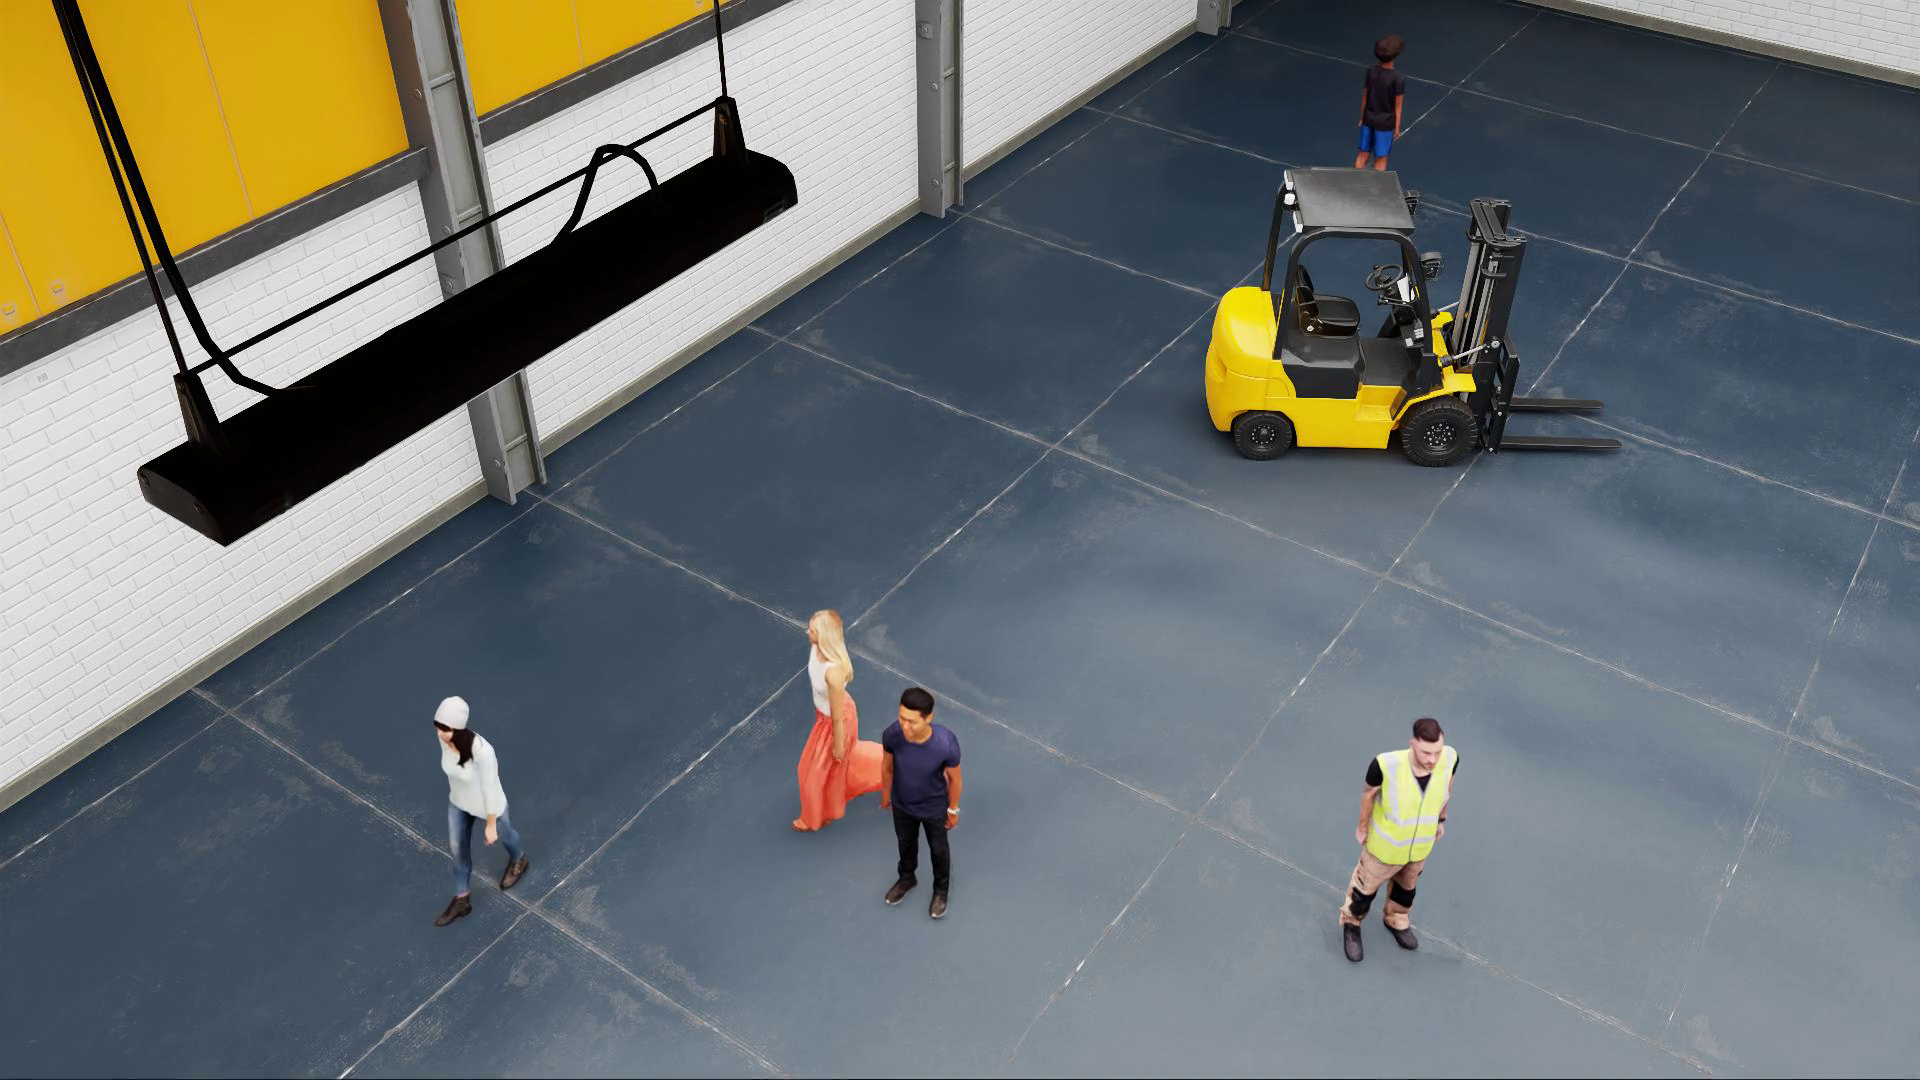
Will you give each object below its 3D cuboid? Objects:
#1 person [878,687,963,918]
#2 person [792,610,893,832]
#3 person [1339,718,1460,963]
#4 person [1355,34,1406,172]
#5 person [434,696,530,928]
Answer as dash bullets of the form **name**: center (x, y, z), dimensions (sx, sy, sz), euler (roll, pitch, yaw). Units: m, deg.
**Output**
- **person**: center (-0.221, 1.520, 9.773), dimensions (0.697, 1.791, 0.606), euler (13, 41, 16)
- **person**: center (-0.689, 1.116, 10.285), dimensions (1.117, 1.784, 1.018), euler (-10, 40, -12)
- **person**: center (2.533, 1.681, 9.528), dimensions (0.847, 1.844, 0.908), euler (-7, 39, -8)
- **person**: center (4.291, -4.297, 17.049), dimensions (0.631, 1.799, 0.612), euler (30, 47, 32)
- **person**: center (-2.815, 1.515, 9.916), dimensions (0.677, 1.621, 0.962), euler (16, 41, 19)
